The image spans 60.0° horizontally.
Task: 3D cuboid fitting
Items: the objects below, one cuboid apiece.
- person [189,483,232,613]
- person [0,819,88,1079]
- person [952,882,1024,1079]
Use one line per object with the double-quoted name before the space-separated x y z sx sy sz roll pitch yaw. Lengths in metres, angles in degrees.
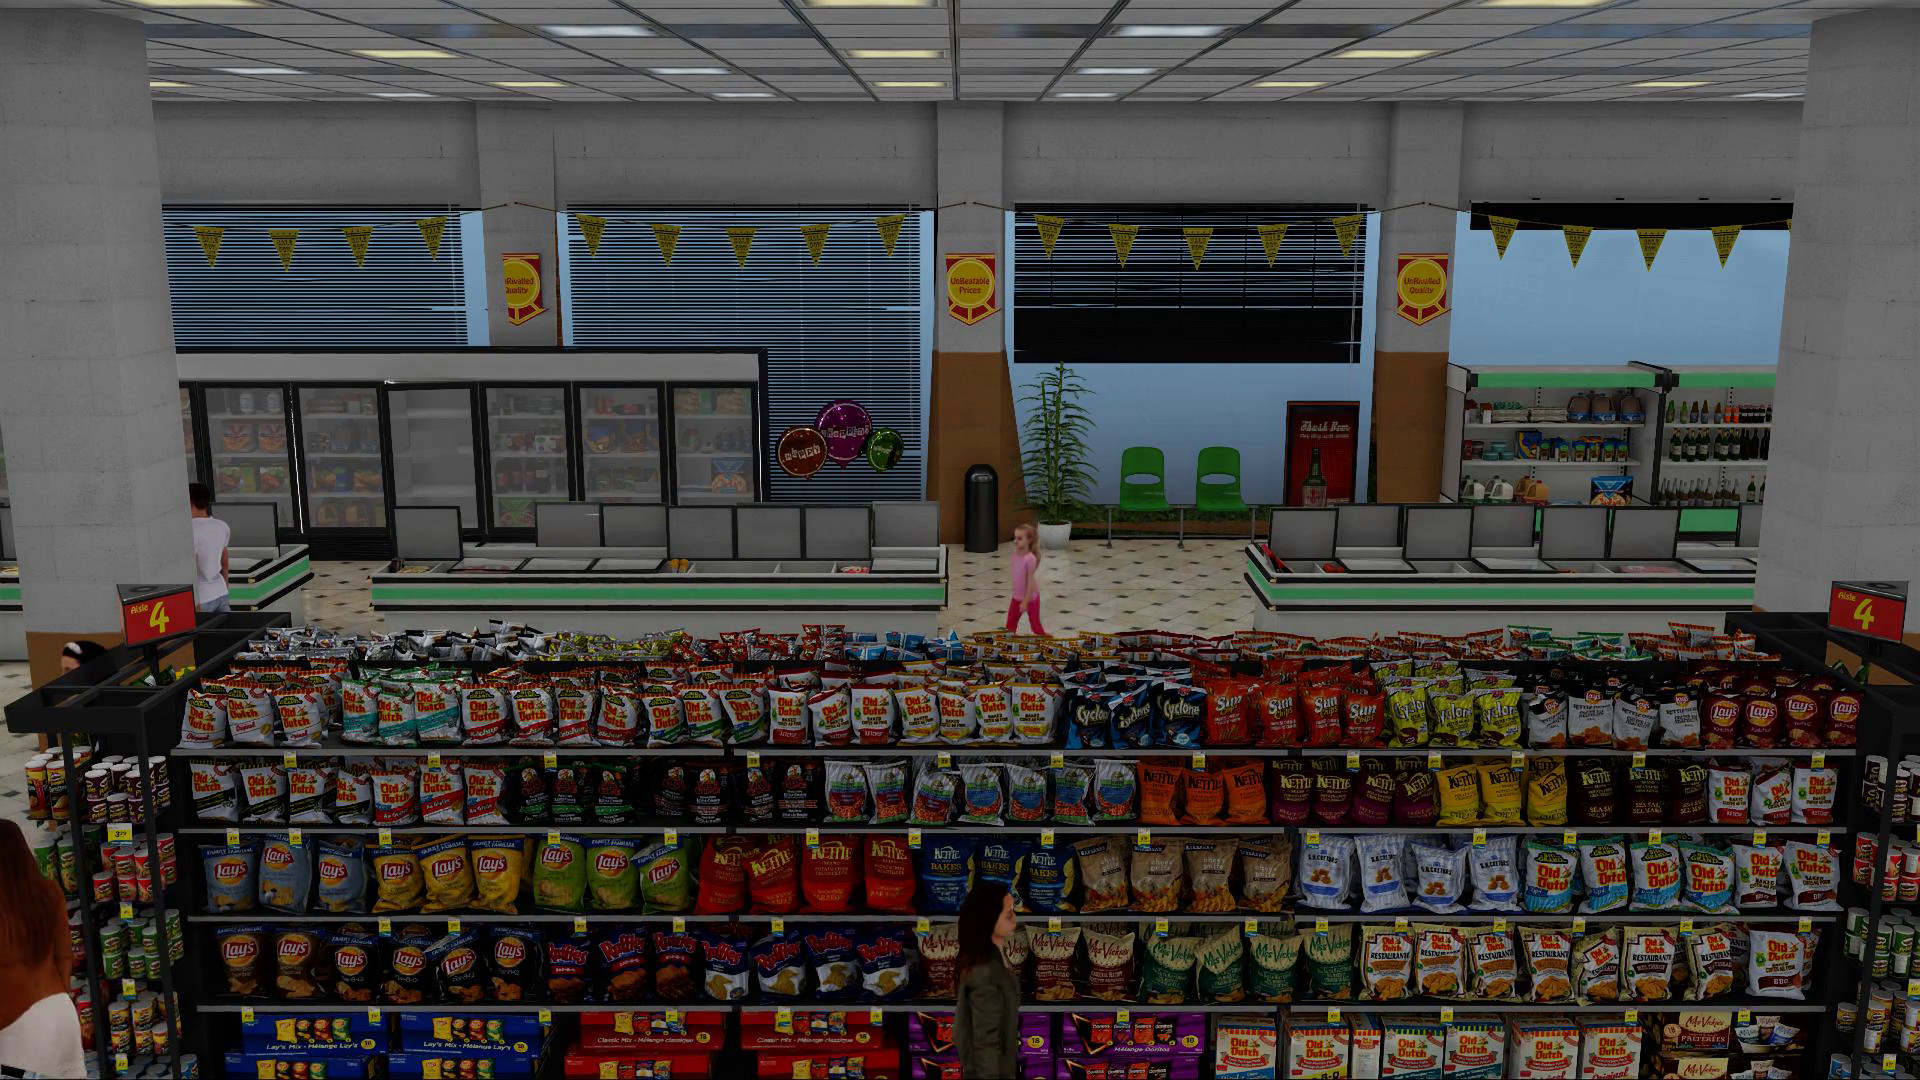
"person" -5.808 0.470 12.859 0.601 1.851 0.683 2 12 11
"person" -3.522 1.909 6.388 0.709 1.700 0.714 4 12 18
"person" 0.051 2.022 6.432 0.850 1.461 0.631 1 12 5
